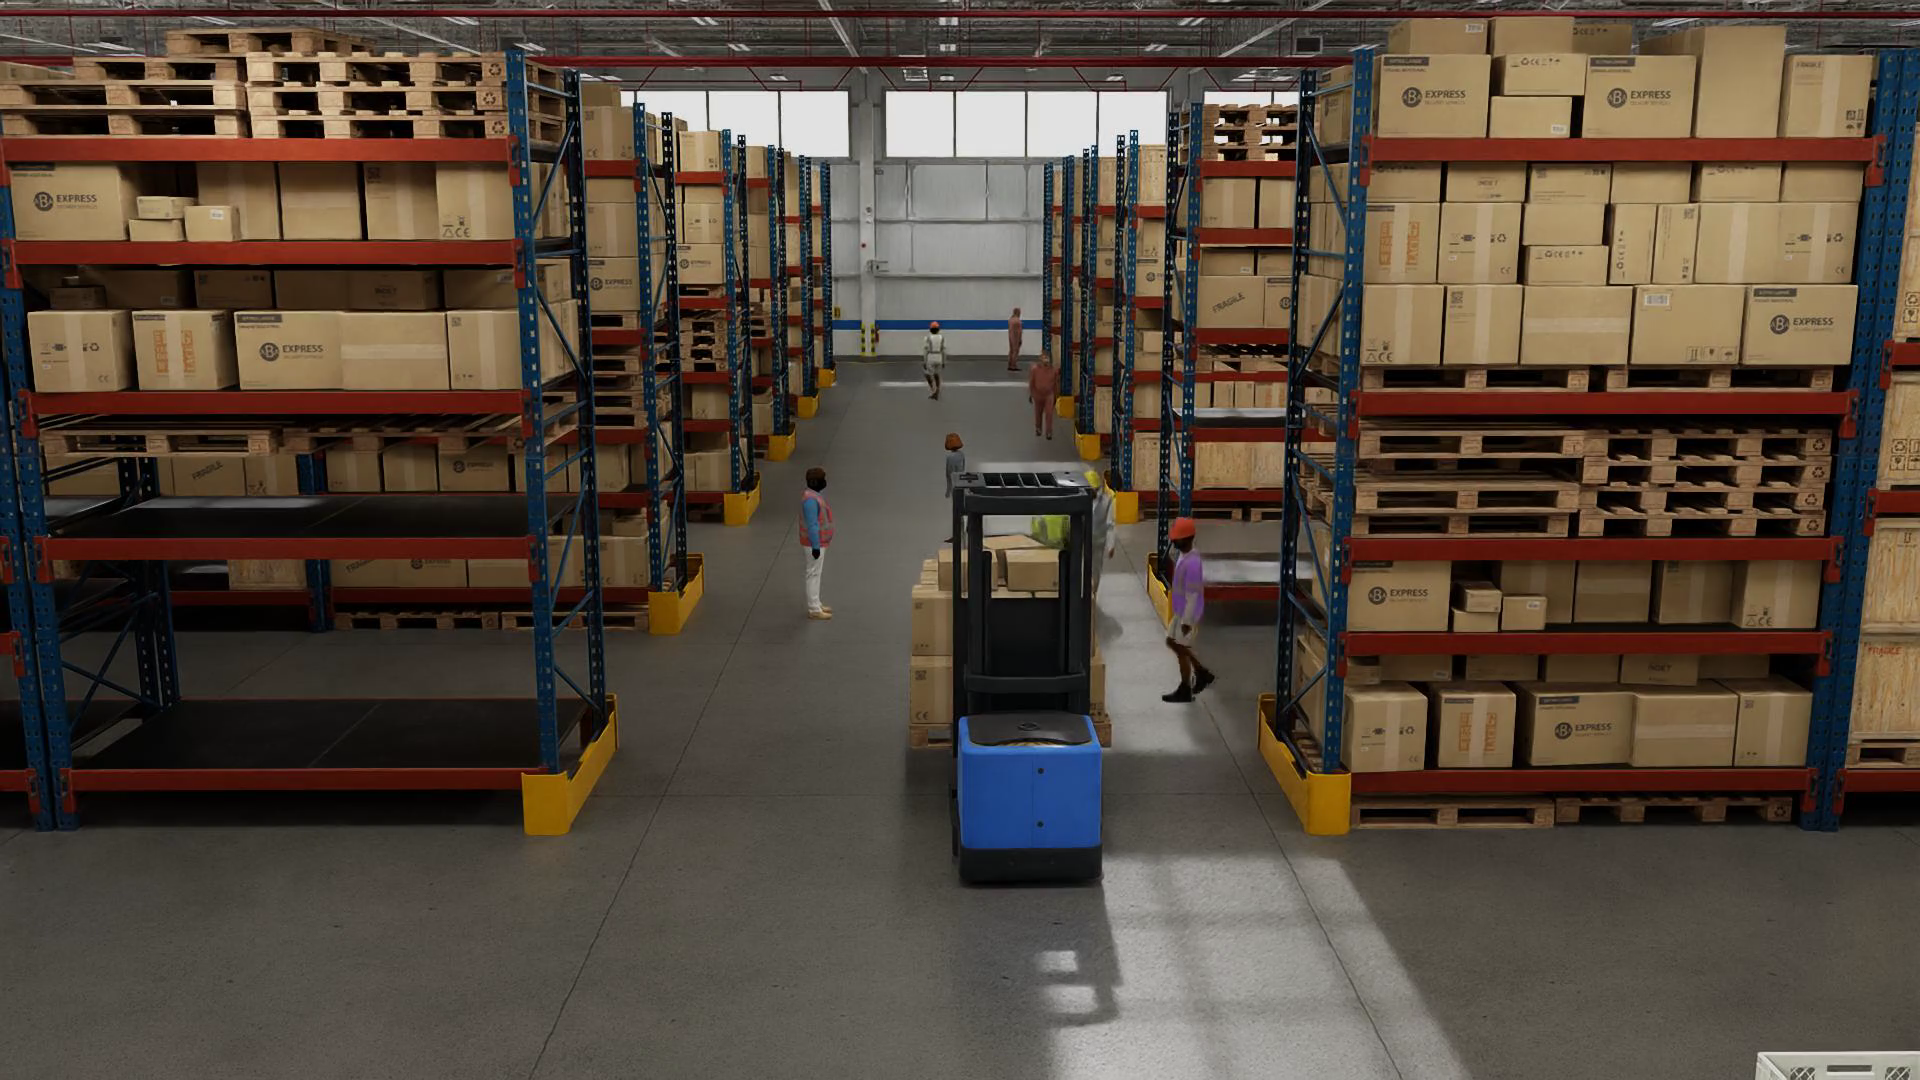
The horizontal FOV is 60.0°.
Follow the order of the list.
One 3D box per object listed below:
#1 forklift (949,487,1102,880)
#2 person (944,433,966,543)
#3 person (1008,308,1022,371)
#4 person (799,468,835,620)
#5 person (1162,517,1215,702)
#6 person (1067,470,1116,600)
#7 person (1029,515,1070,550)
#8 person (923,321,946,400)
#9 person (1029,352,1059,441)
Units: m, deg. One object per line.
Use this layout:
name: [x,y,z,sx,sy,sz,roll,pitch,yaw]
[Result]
forklift: [0.495,0.986,12.813,1.129,2.768,1.873,0,11,-2]
person: [-0.078,-0.765,24.593,0.268,1.632,0.506,5,12,23]
person: [1.687,-6.057,50.187,0.394,1.898,0.659,-5,12,-24]
person: [-1.729,0.035,20.116,0.429,1.844,0.626,-1,11,-3]
person: [2.267,0.702,16.622,0.469,1.915,0.570,0,11,1]
person: [1.595,0.002,20.376,0.608,1.806,0.731,0,11,2]
person: [1.091,0.219,19.627,0.529,1.662,0.738,-8,14,-33]
person: [-0.669,-4.600,42.623,0.631,2.023,0.431,-5,12,-23]
person: [1.795,-3.105,35.619,0.640,1.867,0.949,0,11,2]
